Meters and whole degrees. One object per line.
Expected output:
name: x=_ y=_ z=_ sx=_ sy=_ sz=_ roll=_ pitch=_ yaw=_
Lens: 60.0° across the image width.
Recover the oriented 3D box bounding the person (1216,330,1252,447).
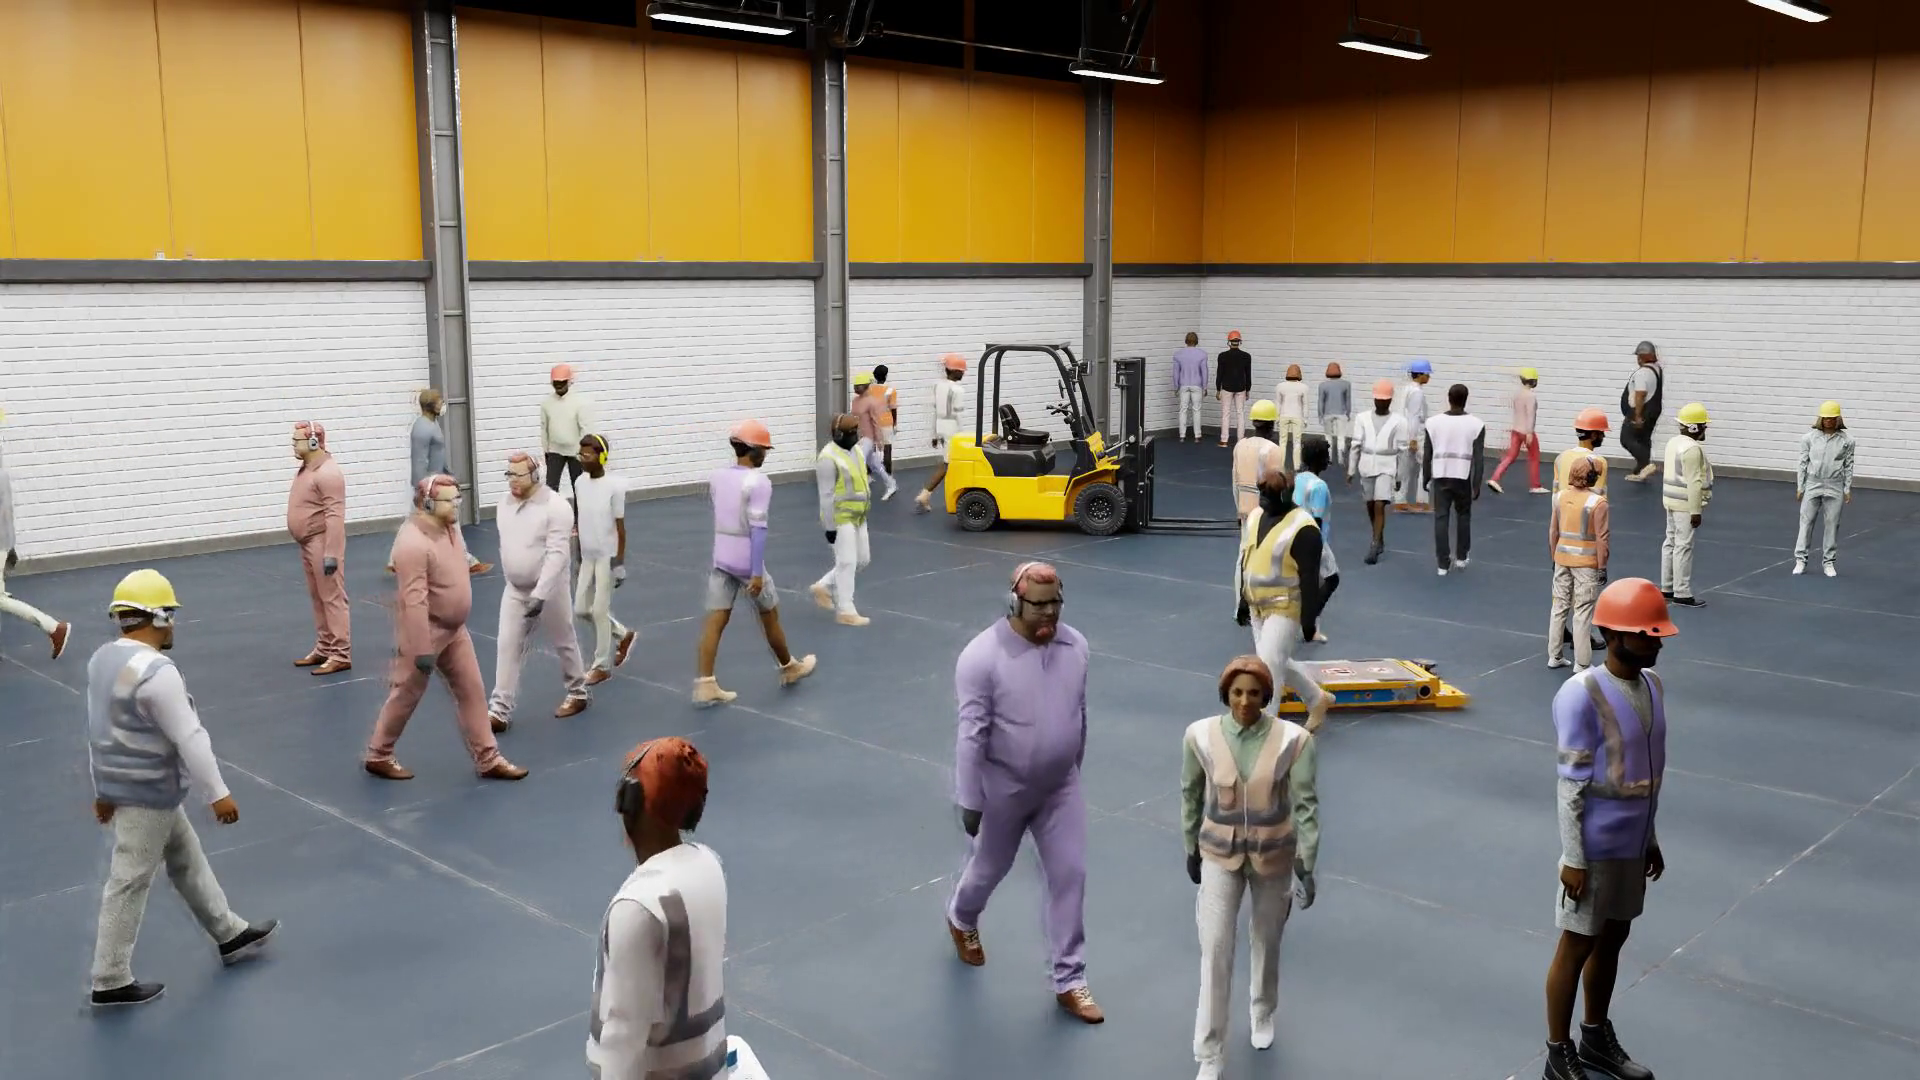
person: x=4.660 y=-2.571 z=28.360 sx=0.617 sy=1.990 sz=0.402 roll=-1 pitch=9 yaw=-8

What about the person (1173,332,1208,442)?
person: x=4.040 y=-2.672 z=29.121 sx=0.627 sy=1.941 sz=0.371 roll=4 pitch=10 yaw=21

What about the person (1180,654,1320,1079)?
person: x=1.073 y=1.231 z=6.225 sx=0.530 sy=1.600 sz=0.850 roll=2 pitch=10 yaw=14

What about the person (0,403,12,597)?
person: x=-9.063 y=-0.400 z=15.424 sx=0.787 sy=1.875 sz=0.348 roll=8 pitch=12 yaw=40

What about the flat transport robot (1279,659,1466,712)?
flat transport robot: x=2.727 y=1.010 z=11.643 sx=1.431 sy=0.197 sz=0.652 roll=-1 pitch=9 yaw=-7

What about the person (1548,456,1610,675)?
person: x=4.640 y=0.191 z=12.479 sx=0.309 sy=1.639 sz=0.522 roll=-5 pitch=10 yaw=-27

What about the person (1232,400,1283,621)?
person: x=2.568 y=-0.234 z=14.211 sx=0.372 sy=1.926 sz=0.589 roll=-5 pitch=11 yaw=-30

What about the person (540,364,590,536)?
person: x=-4.461 y=-0.990 z=18.706 sx=0.629 sy=1.963 sz=0.810 roll=1 pitch=9 yaw=7

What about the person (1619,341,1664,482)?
person: x=9.676 y=-1.831 z=23.649 sx=0.692 sy=2.000 sz=0.541 roll=-8 pitch=12 yaw=-40

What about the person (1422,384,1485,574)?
person: x=4.964 y=-0.626 z=16.761 sx=0.596 sy=1.885 sz=0.901 roll=3 pitch=10 yaw=18

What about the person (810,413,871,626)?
person: x=-1.023 y=-0.180 z=14.197 sx=0.540 sy=1.823 sz=0.642 roll=4 pitch=10 yaw=23

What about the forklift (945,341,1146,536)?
forklift: x=0.977 y=-1.223 z=19.452 sx=2.313 sy=2.155 sz=1.214 roll=2 pitch=9 yaw=11

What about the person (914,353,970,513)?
person: x=-0.181 y=-1.330 z=20.739 sx=0.977 sy=2.003 sz=0.619 roll=-6 pitch=11 yaw=-32

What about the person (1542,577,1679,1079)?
person: x=2.384 y=1.089 z=6.058 sx=0.543 sy=1.940 sz=0.361 roll=-7 pitch=11 yaw=-35

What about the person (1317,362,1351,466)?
person: x=5.736 y=-1.922 z=25.479 sx=0.522 sy=1.616 sz=0.535 roll=1 pitch=9 yaw=6

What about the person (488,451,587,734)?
person: x=-2.825 y=0.329 z=10.997 sx=0.629 sy=1.850 sz=0.976 roll=4 pitch=10 yaw=22

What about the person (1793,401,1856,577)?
person: x=8.535 y=-0.504 z=16.421 sx=0.491 sy=1.743 sz=0.324 roll=4 pitch=10 yaw=24

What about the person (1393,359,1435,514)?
person: x=5.715 y=-1.272 z=20.558 sx=0.687 sy=1.924 sz=0.645 roll=1 pitch=9 yaw=4

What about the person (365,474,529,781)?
person: x=-3.112 y=0.531 z=9.774 sx=0.977 sy=1.851 sz=0.663 roll=2 pitch=9 yaw=11

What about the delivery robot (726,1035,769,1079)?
delivery robot: x=-0.760 y=1.850 z=5.339 sx=0.477 sy=0.478 sz=0.707 roll=-4 pitch=10 yaw=-22

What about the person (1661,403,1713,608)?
person: x=6.552 y=-0.316 z=14.994 sx=0.403 sy=1.834 sz=0.589 roll=0 pitch=9 yaw=2

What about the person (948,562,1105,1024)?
person: x=0.248 y=0.983 z=6.961 sx=0.641 sy=1.858 sz=0.968 roll=-5 pitch=10 yaw=-27

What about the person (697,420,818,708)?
person: x=-1.478 y=0.146 z=11.718 sx=0.619 sy=1.971 sz=1.087 roll=8 pitch=12 yaw=39

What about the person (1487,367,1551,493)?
person: x=7.557 y=-1.474 z=22.406 sx=0.852 sy=1.731 sz=0.530 roll=-2 pitch=9 yaw=-12

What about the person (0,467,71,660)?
person: x=-7.308 y=0.055 z=12.683 sx=0.785 sy=1.852 sz=0.520 roll=-4 pitch=10 yaw=-21

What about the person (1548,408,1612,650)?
person: x=4.989 y=-0.093 z=13.312 sx=0.373 sy=1.935 sz=0.552 roll=-3 pitch=10 yaw=-19

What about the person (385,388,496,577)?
person: x=-5.168 y=-0.546 z=16.283 sx=1.047 sy=1.887 sz=0.626 roll=-3 pitch=10 yaw=-18

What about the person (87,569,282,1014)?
person: x=-3.282 y=1.016 z=6.966 sx=0.912 sy=1.776 sz=0.615 roll=-8 pitch=12 yaw=-42

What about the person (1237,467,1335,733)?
person: x=2.081 y=0.423 z=10.542 sx=0.788 sy=1.814 sz=0.618 roll=-4 pitch=10 yaw=-22

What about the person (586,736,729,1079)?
person: x=-0.783 y=1.431 z=4.235 sx=0.391 sy=1.855 sz=0.683 roll=2 pitch=10 yaw=14

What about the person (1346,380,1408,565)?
person: x=4.380 y=-0.739 z=17.405 sx=0.555 sy=1.901 sz=0.969 roll=5 pitch=11 yaw=28

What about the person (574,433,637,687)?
person: x=-2.616 y=0.130 z=12.203 sx=0.536 sy=1.854 sz=0.580 roll=6 pitch=11 yaw=34

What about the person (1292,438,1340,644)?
person: x=2.843 y=0.017 z=13.409 sx=0.384 sy=1.684 sz=0.540 roll=-2 pitch=10 yaw=-15

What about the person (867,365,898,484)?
person: x=-1.122 y=-1.622 z=23.454 sx=0.532 sy=1.690 sz=0.322 roll=3 pitch=10 yaw=20

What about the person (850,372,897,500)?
person: x=-1.178 y=-1.332 z=21.586 sx=0.917 sy=1.724 sz=0.503 roll=-5 pitch=11 yaw=-30

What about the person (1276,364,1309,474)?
person: x=4.922 y=-1.790 z=24.676 sx=0.494 sy=1.624 sz=0.282 roll=3 pitch=10 yaw=19

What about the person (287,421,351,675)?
person: x=-4.832 y=0.055 z=12.499 sx=0.400 sy=1.909 sz=0.643 roll=-7 pitch=11 yaw=-36
